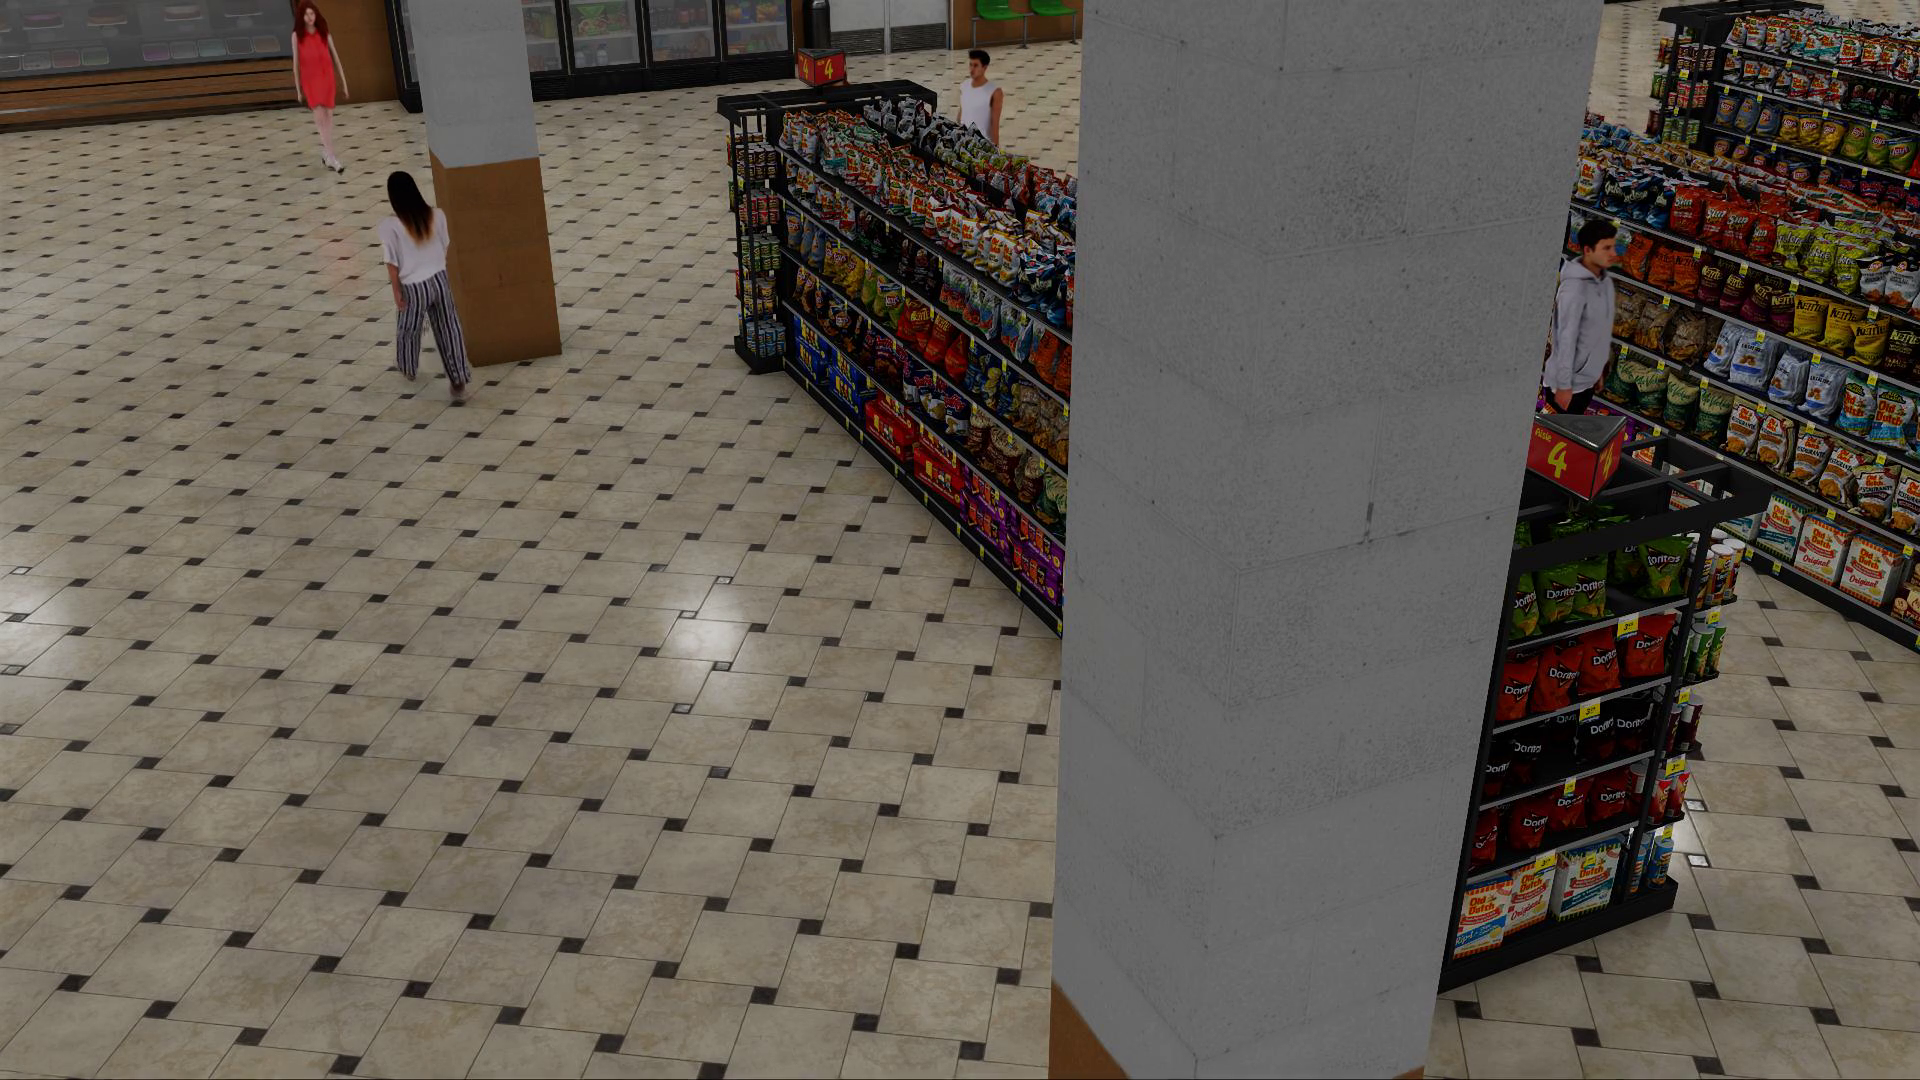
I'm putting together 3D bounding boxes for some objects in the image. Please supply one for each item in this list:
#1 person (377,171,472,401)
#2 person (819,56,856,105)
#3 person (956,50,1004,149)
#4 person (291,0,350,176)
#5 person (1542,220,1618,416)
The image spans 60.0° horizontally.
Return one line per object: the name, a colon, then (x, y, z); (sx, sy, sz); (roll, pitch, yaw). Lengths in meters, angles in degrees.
person: (-3.817, -1.786, 11.962); (0.846, 1.626, 1.200); (-18, 32, -32)
person: (-1.144, -3.738, 15.701); (0.599, 1.726, 0.560); (-18, 32, -32)
person: (0.215, -3.657, 15.487); (0.893, 1.776, 0.891); (24, 35, 38)
person: (-6.856, -4.816, 17.763); (0.768, 1.784, 1.153); (-18, 32, -31)
person: (3.697, -1.002, 10.080); (0.751, 1.930, 0.766); (22, 34, 37)
